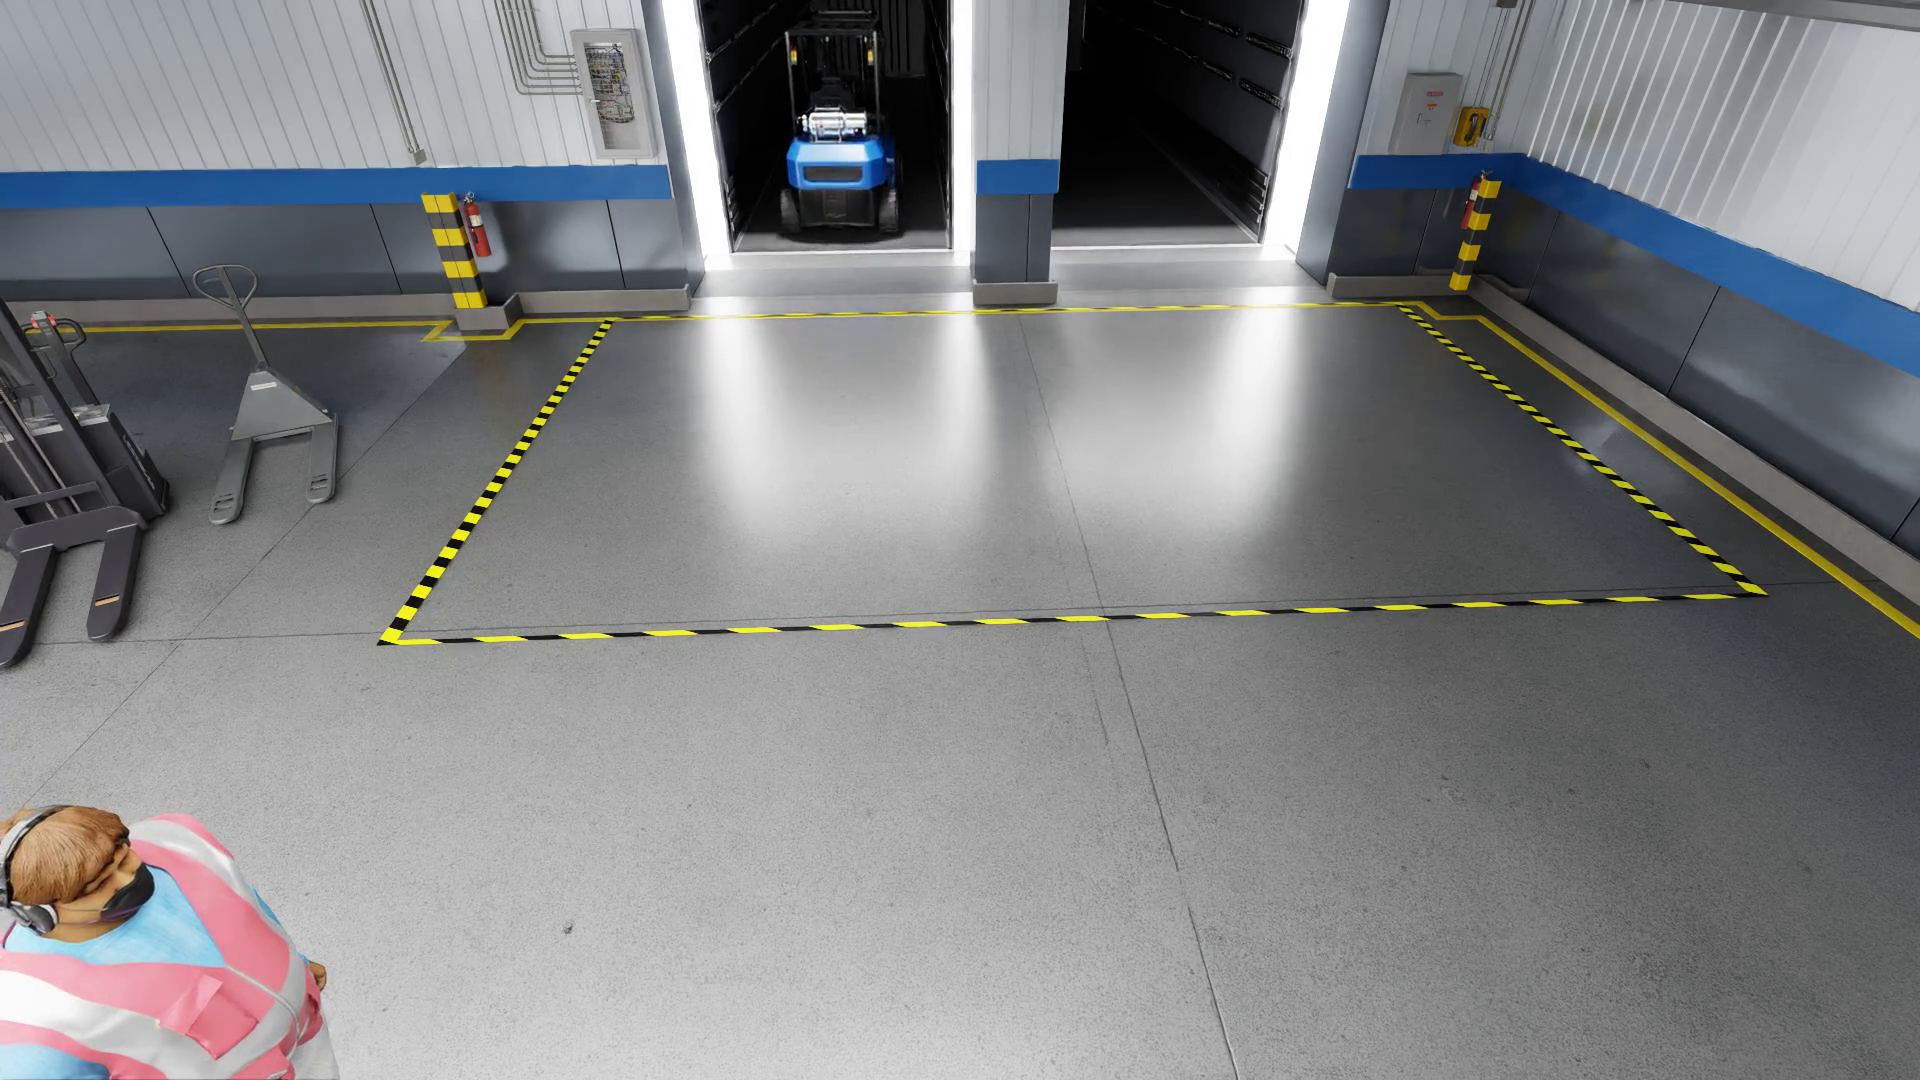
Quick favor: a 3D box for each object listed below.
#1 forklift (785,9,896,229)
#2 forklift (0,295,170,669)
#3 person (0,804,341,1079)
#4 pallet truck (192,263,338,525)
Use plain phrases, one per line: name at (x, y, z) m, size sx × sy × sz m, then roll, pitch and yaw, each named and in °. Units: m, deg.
forklift at (-1.417, -5.137, 11.051) m, size 1.157 × 2.036 × 2.680 m, roll 0°, pitch 35°, yaw 0°
forklift at (-5.212, -0.618, 4.878) m, size 0.823 × 1.965 × 1.885 m, roll -20°, pitch 39°, yaw -26°
person at (-1.792, 1.291, 2.273) m, size 0.429 × 1.837 × 0.632 m, roll -2°, pitch 35°, yaw -3°
pallet truck at (-4.778, -1.027, 6.128) m, size 0.680 × 1.201 × 1.601 m, roll -17°, pitch 38°, yaw -23°
